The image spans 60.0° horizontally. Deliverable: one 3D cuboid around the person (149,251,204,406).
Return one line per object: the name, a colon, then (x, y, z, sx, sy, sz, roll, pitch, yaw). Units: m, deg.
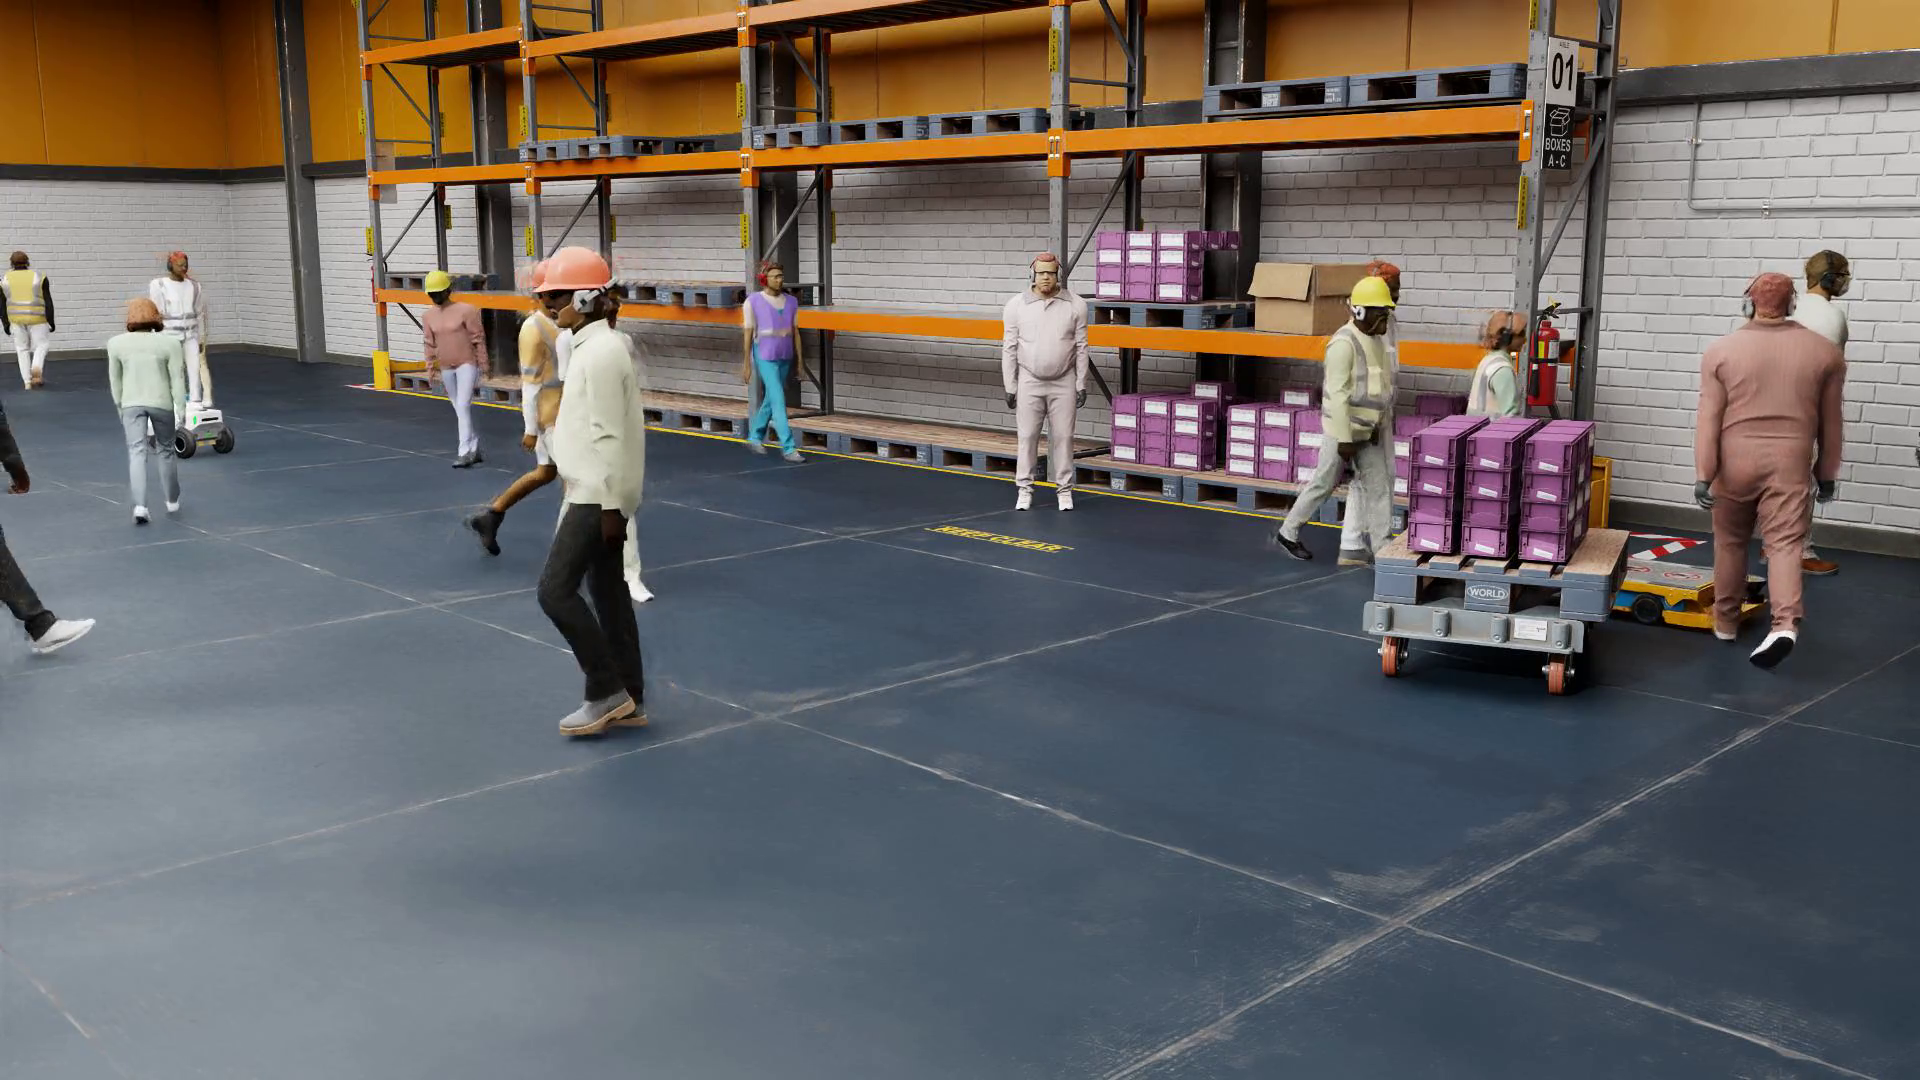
person: (-8.532, -2.213, 18.116, 0.740, 1.860, 0.586, 9, 14, 40)

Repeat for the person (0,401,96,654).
person: (-4.698, -0.360, 7.963, 0.982, 1.864, 0.621, -1, 10, -5)

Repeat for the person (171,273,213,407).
person: (-9.170, -2.370, 19.685, 0.841, 1.583, 0.523, 7, 12, 32)

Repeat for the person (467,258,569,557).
person: (-2.595, -0.776, 10.180, 0.883, 1.896, 0.569, 0, 10, -1)

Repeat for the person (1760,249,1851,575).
person: (5.097, -0.765, 9.996, 0.353, 1.937, 0.635, 0, 10, 0)

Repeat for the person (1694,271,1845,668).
person: (3.852, -0.342, 7.937, 0.668, 1.865, 0.938, 4, 11, 19)

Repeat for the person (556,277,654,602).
person: (-2.083, -0.600, 9.451, 0.506, 1.821, 1.005, -7, 13, -35)

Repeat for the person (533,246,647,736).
person: (-1.511, -0.179, 6.690, 0.511, 1.975, 0.657, -2, 11, -13)

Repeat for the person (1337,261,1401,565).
person: (2.537, -0.776, 10.249, 0.382, 1.871, 0.595, 8, 13, 36)

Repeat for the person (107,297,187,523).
person: (-5.790, -0.931, 11.872, 0.497, 1.584, 0.853, -4, 11, -20)

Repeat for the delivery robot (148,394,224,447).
delivery robot: (-7.160, -1.103, 15.355, 0.707, 0.478, 0.477, 6, 12, 27)

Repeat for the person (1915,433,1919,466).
person: (5.485, -0.535, 8.758, 0.762, 1.944, 0.409, 4, 11, 22)

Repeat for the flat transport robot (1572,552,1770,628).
flat transport robot: (3.563, 0.237, 9.080, 1.431, 0.197, 0.652, 10, 14, 43)

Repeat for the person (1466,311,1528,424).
person: (3.082, -0.472, 9.329, 0.834, 1.601, 0.525, 2, 11, 13)

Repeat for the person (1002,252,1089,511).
person: (0.629, -1.148, 12.211, 0.636, 1.900, 0.399, 0, 10, 0)

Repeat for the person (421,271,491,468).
person: (-4.423, -1.479, 14.469, 0.558, 1.712, 0.778, 3, 11, 16)

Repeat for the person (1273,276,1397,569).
person: (2.330, -0.707, 10.109, 0.916, 1.791, 0.602, 10, 14, 43)

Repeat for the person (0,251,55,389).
person: (-12.228, -2.871, 21.787, 0.642, 1.822, 0.535, -3, 11, -18)

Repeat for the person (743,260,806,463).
person: (-1.700, -1.627, 15.081, 0.580, 1.805, 0.947, -10, 14, -44)
